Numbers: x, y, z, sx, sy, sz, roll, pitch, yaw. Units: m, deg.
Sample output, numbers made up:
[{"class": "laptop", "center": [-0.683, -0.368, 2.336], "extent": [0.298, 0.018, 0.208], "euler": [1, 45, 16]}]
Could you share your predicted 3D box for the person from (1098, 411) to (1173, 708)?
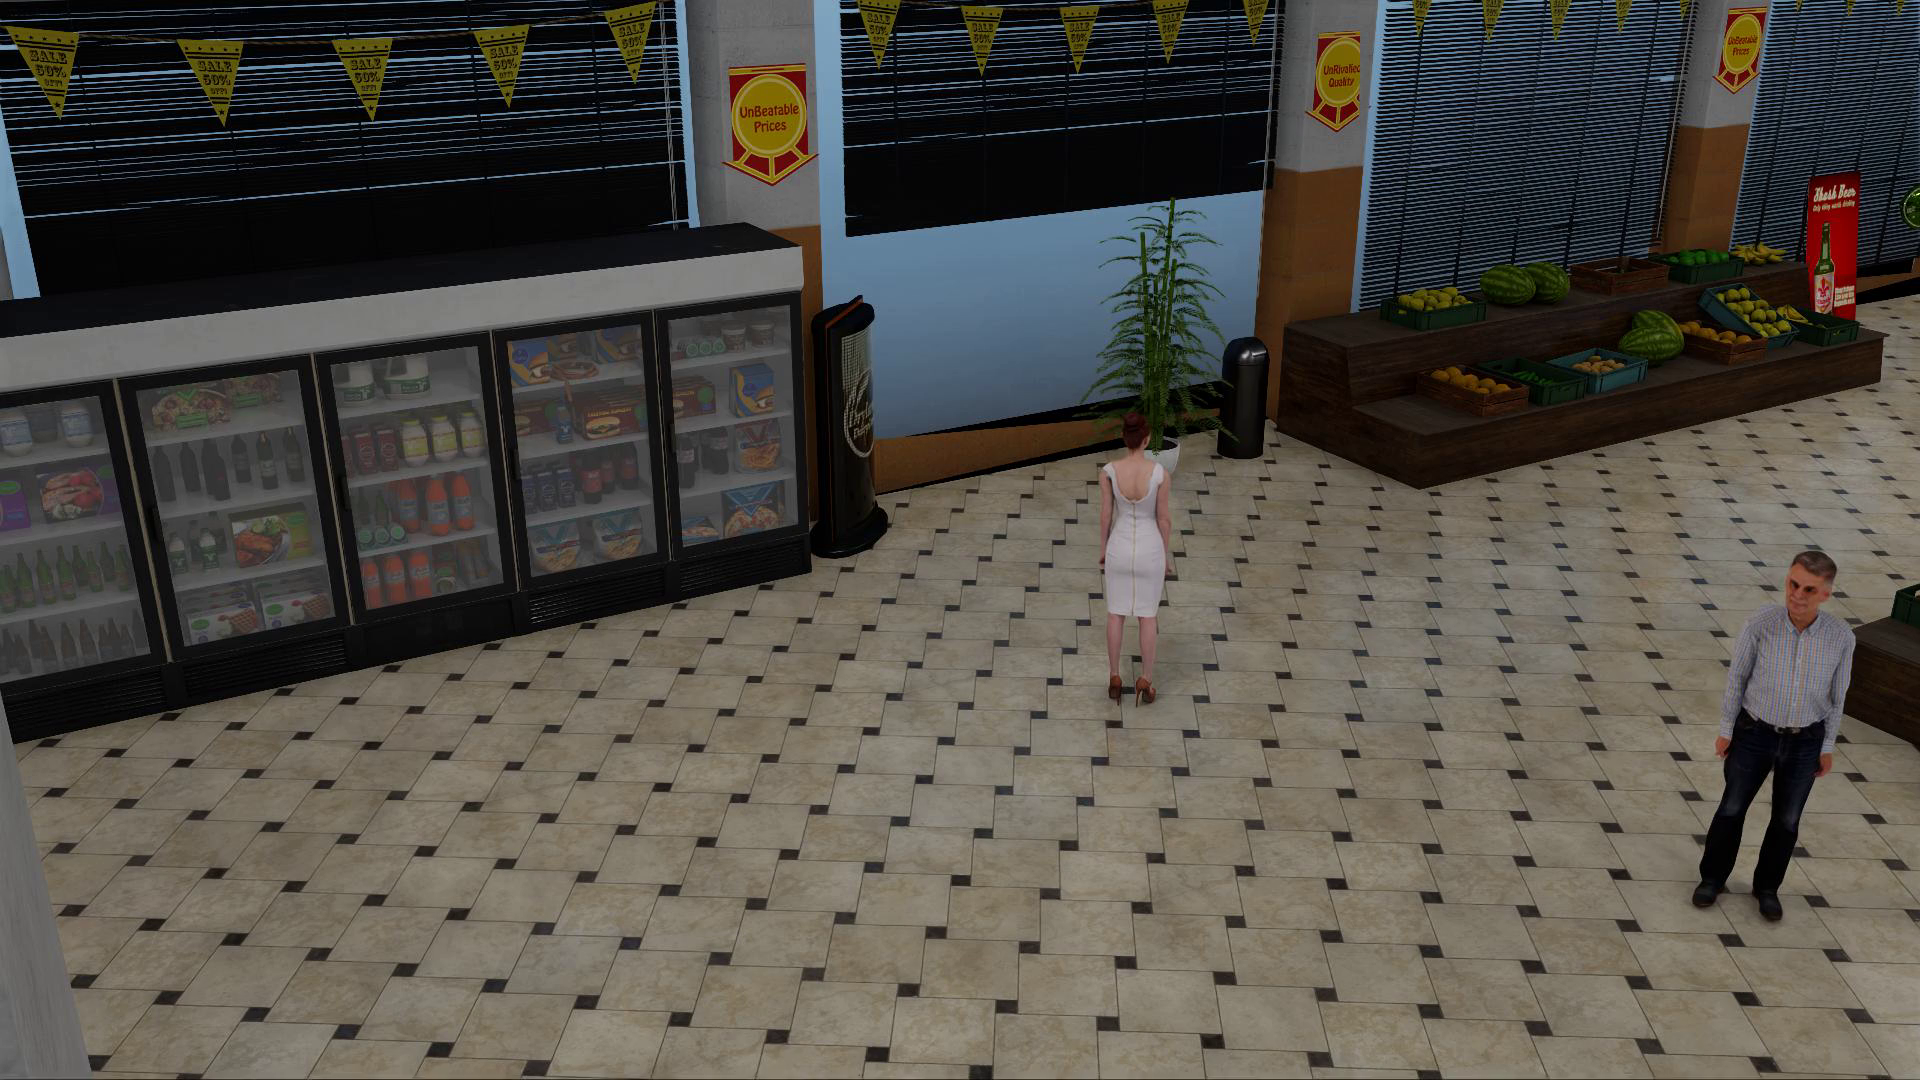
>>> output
[{"class": "person", "center": [0.985, 0.113, 9.503], "extent": [0.634, 1.791, 0.674], "euler": [8, 23, 18]}]

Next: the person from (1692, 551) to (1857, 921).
[{"class": "person", "center": [3.723, 0.878, 7.564], "extent": [0.736, 1.817, 0.764], "euler": [9, 23, 21]}]
